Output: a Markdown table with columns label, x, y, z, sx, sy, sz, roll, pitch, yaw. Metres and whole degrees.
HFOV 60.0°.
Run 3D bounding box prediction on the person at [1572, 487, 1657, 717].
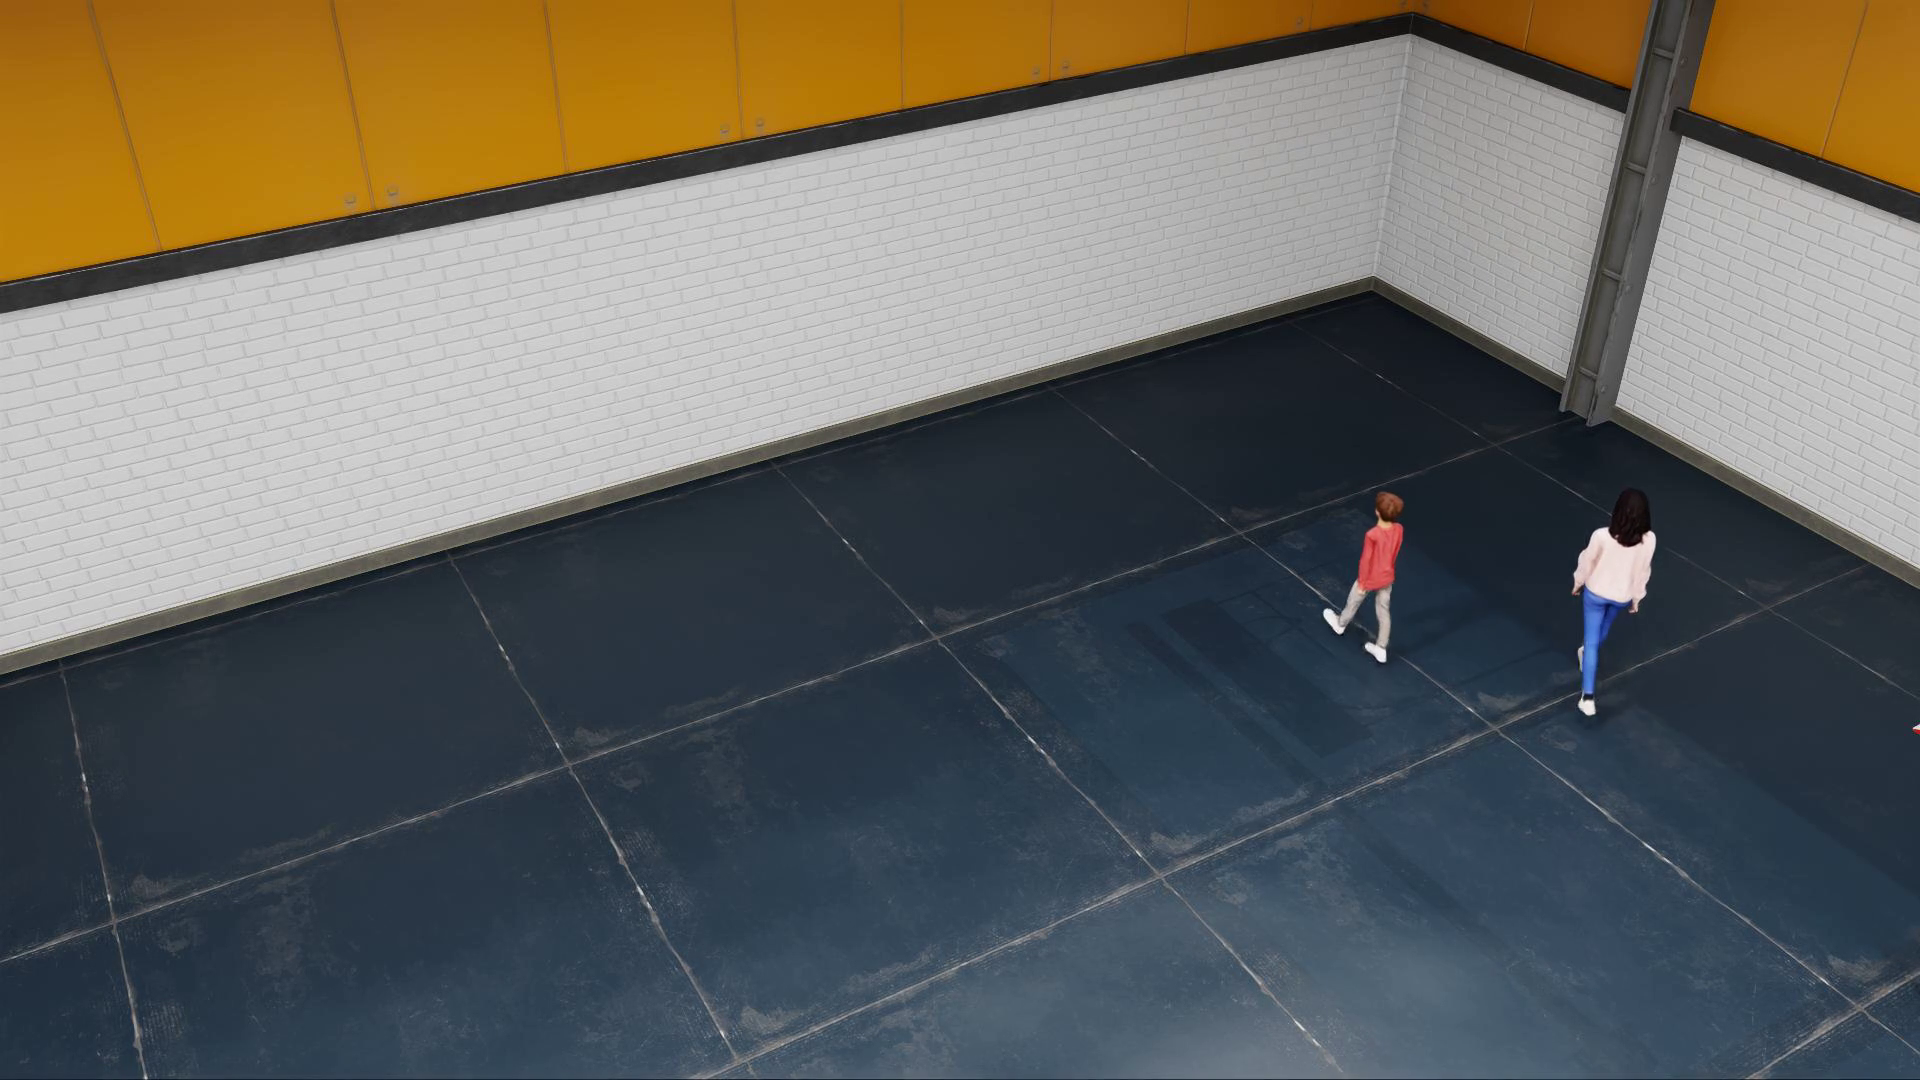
| label | x | y | z | sx | sy | sz | roll | pitch | yaw |
| --- | --- | --- | --- | --- | --- | --- | --- | --- | --- |
| person | 4.660 | 0.464 | 11.967 | 1.113 | 1.729 | 1.210 | 7 | 34 | 10 |

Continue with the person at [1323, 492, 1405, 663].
| label | x | y | z | sx | sy | sz | roll | pitch | yaw |
| --- | --- | --- | --- | --- | --- | --- | --- | --- | --- |
| person | 3.172 | 0.311 | 12.501 | 0.607 | 1.392 | 0.892 | -13 | 36 | -19 |
